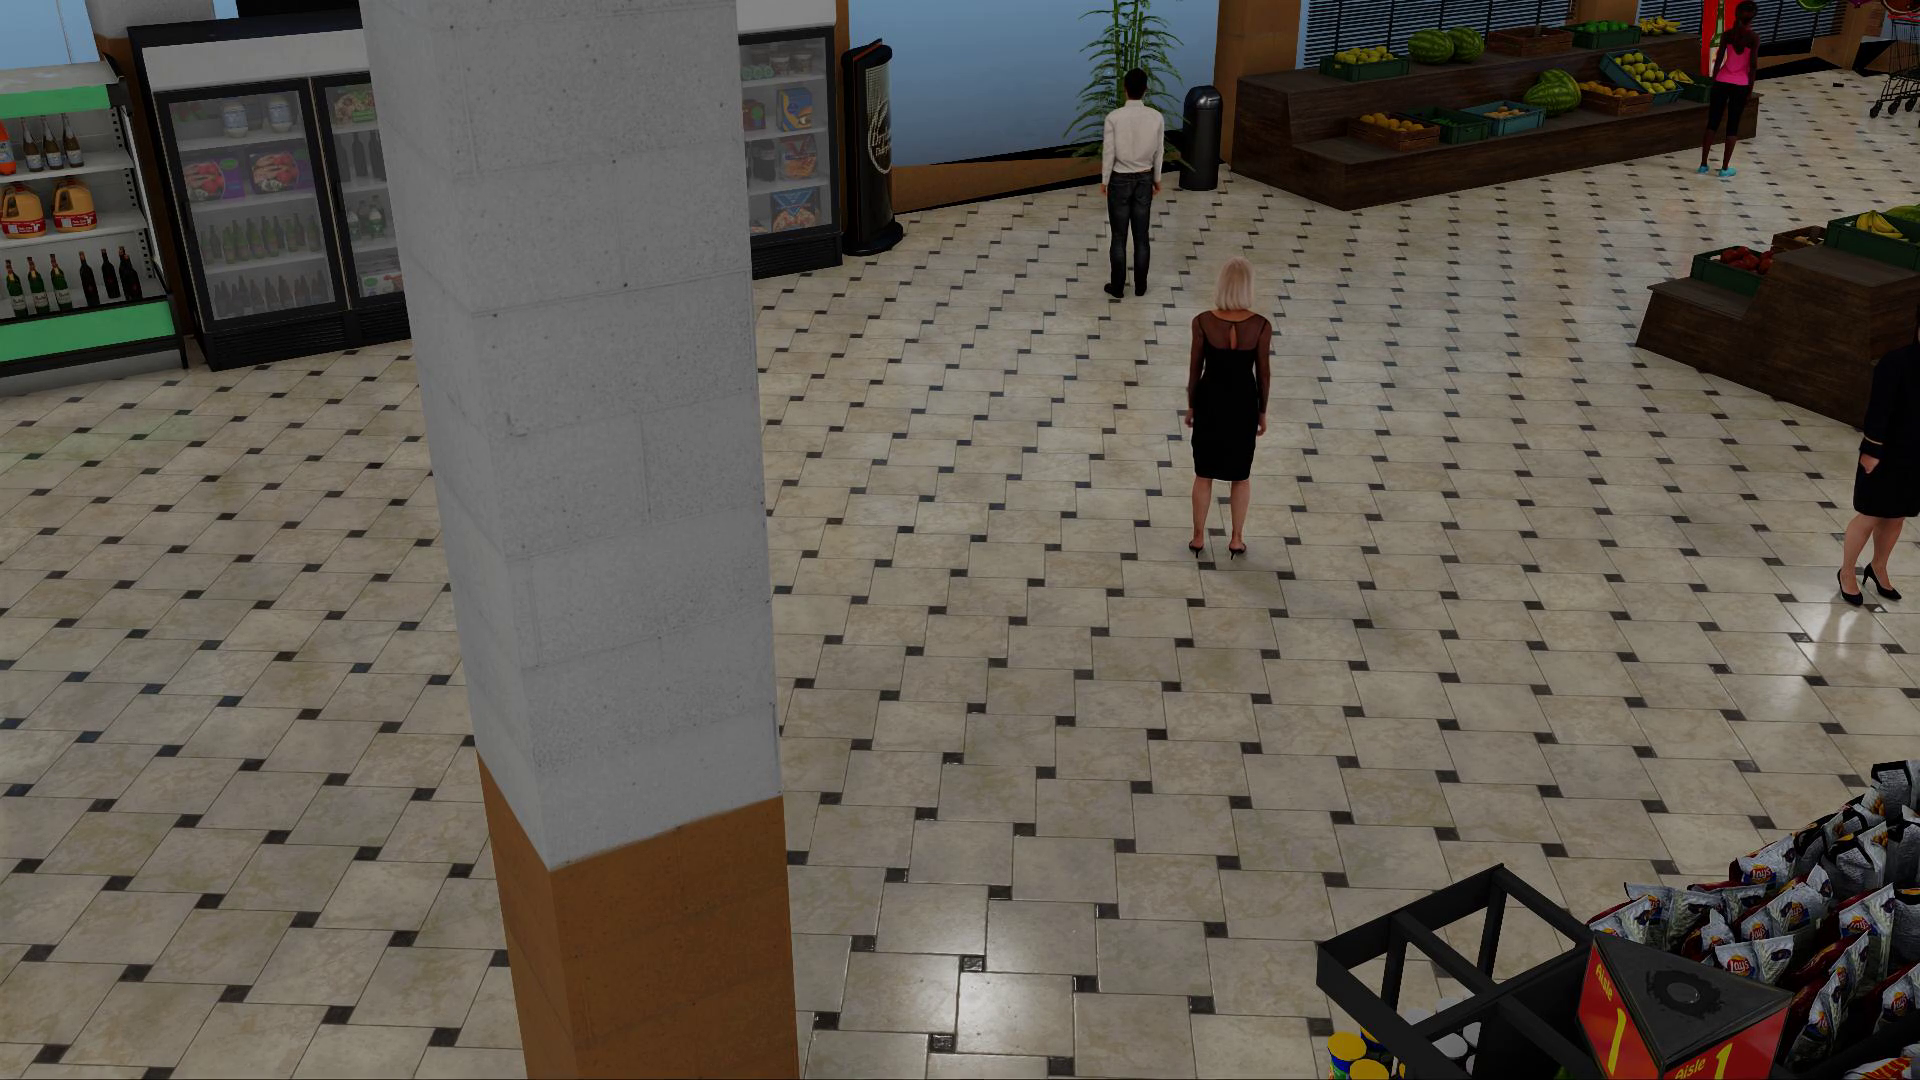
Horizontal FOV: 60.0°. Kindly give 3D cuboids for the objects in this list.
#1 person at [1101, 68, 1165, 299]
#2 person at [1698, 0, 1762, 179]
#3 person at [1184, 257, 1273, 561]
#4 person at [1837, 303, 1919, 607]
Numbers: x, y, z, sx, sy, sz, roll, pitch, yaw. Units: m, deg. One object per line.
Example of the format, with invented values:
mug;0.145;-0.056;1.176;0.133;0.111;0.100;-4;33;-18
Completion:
person;1.366;-2.835;13.256;0.638;1.812;0.791;-4;27;-7
person;7.735;-4.532;16.701;0.632;1.723;0.638;22;34;37
person;1.456;-0.703;9.124;0.648;1.747;0.726;5;27;10
person;4.939;-0.458;8.724;0.670;1.671;0.825;-6;28;-12
